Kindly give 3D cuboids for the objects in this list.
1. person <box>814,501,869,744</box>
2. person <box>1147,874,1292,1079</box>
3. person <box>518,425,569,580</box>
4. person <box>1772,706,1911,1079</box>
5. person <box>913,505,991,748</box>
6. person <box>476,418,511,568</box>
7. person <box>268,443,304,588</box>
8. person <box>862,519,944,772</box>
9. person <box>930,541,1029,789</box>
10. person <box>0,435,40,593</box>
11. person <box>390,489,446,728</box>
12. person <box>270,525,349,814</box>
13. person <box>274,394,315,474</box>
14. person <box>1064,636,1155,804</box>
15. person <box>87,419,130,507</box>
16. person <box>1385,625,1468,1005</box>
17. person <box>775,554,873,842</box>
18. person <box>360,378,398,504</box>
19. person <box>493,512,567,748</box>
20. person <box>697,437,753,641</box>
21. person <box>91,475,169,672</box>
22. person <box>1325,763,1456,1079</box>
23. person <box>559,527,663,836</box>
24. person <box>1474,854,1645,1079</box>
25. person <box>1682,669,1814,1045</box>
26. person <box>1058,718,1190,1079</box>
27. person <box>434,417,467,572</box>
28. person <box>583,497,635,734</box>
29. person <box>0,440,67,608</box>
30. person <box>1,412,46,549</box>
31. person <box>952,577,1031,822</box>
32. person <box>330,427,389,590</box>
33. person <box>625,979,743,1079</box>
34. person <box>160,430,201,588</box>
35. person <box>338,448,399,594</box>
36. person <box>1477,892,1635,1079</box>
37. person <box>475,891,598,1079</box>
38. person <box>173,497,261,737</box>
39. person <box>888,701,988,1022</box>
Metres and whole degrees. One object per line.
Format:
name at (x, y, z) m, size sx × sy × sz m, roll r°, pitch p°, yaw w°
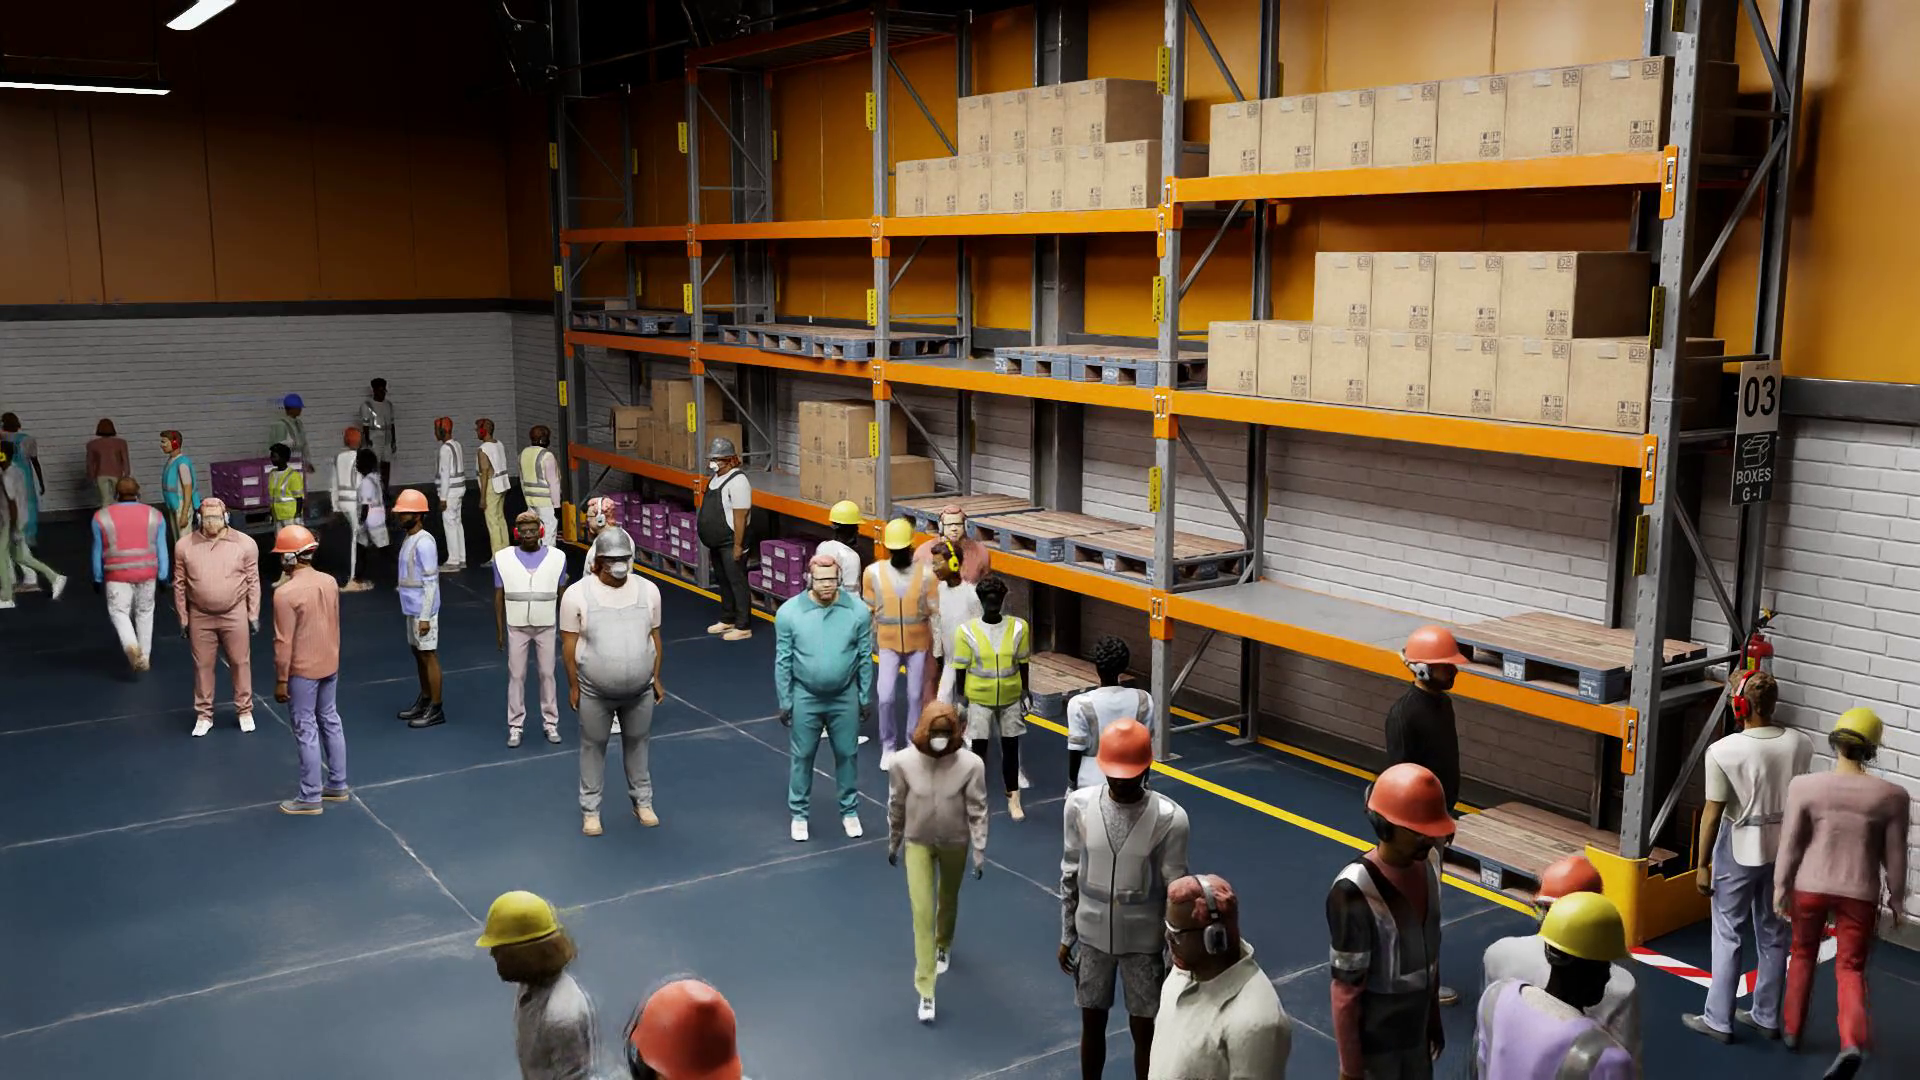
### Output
person at (-0.921, 0.644, 13.006) m, size 0.402 × 1.918 × 0.589 m, roll -6°, pitch 11°, yaw -31°
person at (0.780, 1.974, 5.280) m, size 0.400 × 1.894 × 0.654 m, roll -3°, pitch 10°, yaw -15°
person at (-4.888, -0.430, 19.526) m, size 0.627 × 1.845 × 0.429 m, roll 7°, pitch 12°, yaw 37°
person at (4.062, 1.645, 7.686) m, size 0.563 × 1.723 × 0.688 m, roll 5°, pitch 11°, yaw 26°
person at (-0.059, 0.674, 12.853) m, size 0.639 × 1.911 × 0.406 m, roll -2°, pitch 10°, yaw -9°
person at (-5.724, -0.576, 20.410) m, size 0.385 × 1.838 × 0.566 m, roll 1°, pitch 10°, yaw 7°
person at (-7.701, -0.268, 18.999) m, size 0.540 × 1.695 × 0.318 m, roll 6°, pitch 11°, yaw 31°
person at (-0.423, 0.780, 12.254) m, size 0.619 × 1.904 × 0.554 m, roll 0°, pitch 10°, yaw 1°
person at (0.113, 0.894, 11.852) m, size 0.717 × 1.825 × 0.589 m, roll -8°, pitch 12°, yaw -39°
person at (-10.760, -0.308, 18.770) m, size 0.560 × 1.855 × 0.594 m, roll -3°, pitch 10°, yaw -20°
person at (-4.403, 0.548, 13.488) m, size 0.345 × 1.942 × 0.551 m, roll -6°, pitch 11°, yaw -32°
person at (-4.486, 0.881, 11.412) m, size 0.407 × 1.987 × 0.615 m, roll 3°, pitch 10°, yaw 14°
person at (-9.159, -1.048, 22.913) m, size 0.641 × 1.924 × 0.621 m, roll 0°, pitch 10°, yaw -2°
person at (0.837, 1.376, 9.348) m, size 0.540 × 1.695 × 0.317 m, roll -3°, pitch 10°, yaw -18°
person at (-11.662, -0.865, 22.796) m, size 0.522 × 1.581 × 0.843 m, roll -5°, pitch 11°, yaw -26°
person at (2.309, 1.404, 8.307) m, size 0.375 × 1.997 × 0.612 m, roll 7°, pitch 12°, yaw 35°
person at (-0.877, 1.024, 10.840) m, size 0.644 × 1.898 × 0.398 m, roll -2°, pitch 10°, yaw -12°
person at (-8.941, -1.527, 25.645) m, size 0.384 × 1.958 × 0.599 m, roll 6°, pitch 11°, yaw 32°
person at (-3.336, 0.686, 12.969) m, size 0.573 × 1.845 × 0.386 m, roll -3°, pitch 10°, yaw -18°
person at (-2.352, -0.029, 16.589) m, size 0.536 × 2.000 × 0.684 m, roll -6°, pitch 11°, yaw -31°
person at (-7.526, 0.326, 15.141) m, size 0.640 × 1.825 × 0.674 m, roll -7°, pitch 12°, yaw -37°
person at (1.574, 1.779, 6.031) m, size 0.613 × 2.028 × 0.409 m, roll -9°, pitch 13°, yaw -43°
person at (-2.263, 0.924, 10.996) m, size 0.681 × 2.000 × 0.537 m, roll -5°, pitch 11°, yaw -26°
person at (2.073, 1.961, 5.851) m, size 0.843 × 1.723 × 0.571 m, roll -8°, pitch 13°, yaw -40°
person at (3.809, 1.536, 8.010) m, size 0.560 × 1.836 × 0.394 m, roll -2°, pitch 10°, yaw -13°
person at (0.675, 1.670, 6.966) m, size 0.550 × 1.925 × 0.389 m, roll 4°, pitch 10°, yaw 21°
person at (-6.183, -0.555, 20.160) m, size 0.359 × 1.879 × 0.586 m, roll 0°, pitch 10°, yaw -3°
person at (-2.819, 0.600, 13.317) m, size 0.399 × 1.900 × 0.644 m, roll 1°, pitch 10°, yaw 7°
person at (-10.211, -0.176, 18.033) m, size 0.746 × 1.840 × 0.517 m, roll -3°, pitch 10°, yaw -14°
person at (-12.073, -0.727, 21.350) m, size 0.590 × 1.811 × 0.508 m, roll -3°, pitch 10°, yaw -20°
person at (0.216, 1.069, 11.190) m, size 0.539 × 1.686 × 0.325 m, roll -2°, pitch 10°, yaw -11°
person at (-6.855, -0.359, 19.018) m, size 0.653 × 1.862 × 0.542 m, roll 6°, pitch 12°, yaw 33°
person at (-0.705, 2.097, 4.199) m, size 0.655 × 2.001 × 0.917 m, roll -3°, pitch 10°, yaw -19°
person at (-8.888, -0.339, 18.975) m, size 0.386 × 1.845 × 0.568 m, roll -8°, pitch 13°, yaw -40°
person at (-6.593, -0.208, 18.766) m, size 0.852 × 1.663 × 0.535 m, roll -3°, pitch 10°, yaw -18°
person at (1.816, 1.996, 5.082) m, size 0.400 × 1.915 × 0.591 m, roll -4°, pitch 11°, yaw -23°
person at (-1.348, 1.998, 5.639) m, size 0.509 × 1.708 × 0.487 m, roll -6°, pitch 11°, yaw -31°
person at (-5.905, 0.606, 13.248) m, size 0.640 × 1.911 × 0.410 m, roll -3°, pitch 10°, yaw -19°
person at (-0.115, 1.573, 8.535) m, size 0.508 × 1.577 × 0.904 m, roll 0°, pitch 10°, yaw -1°
